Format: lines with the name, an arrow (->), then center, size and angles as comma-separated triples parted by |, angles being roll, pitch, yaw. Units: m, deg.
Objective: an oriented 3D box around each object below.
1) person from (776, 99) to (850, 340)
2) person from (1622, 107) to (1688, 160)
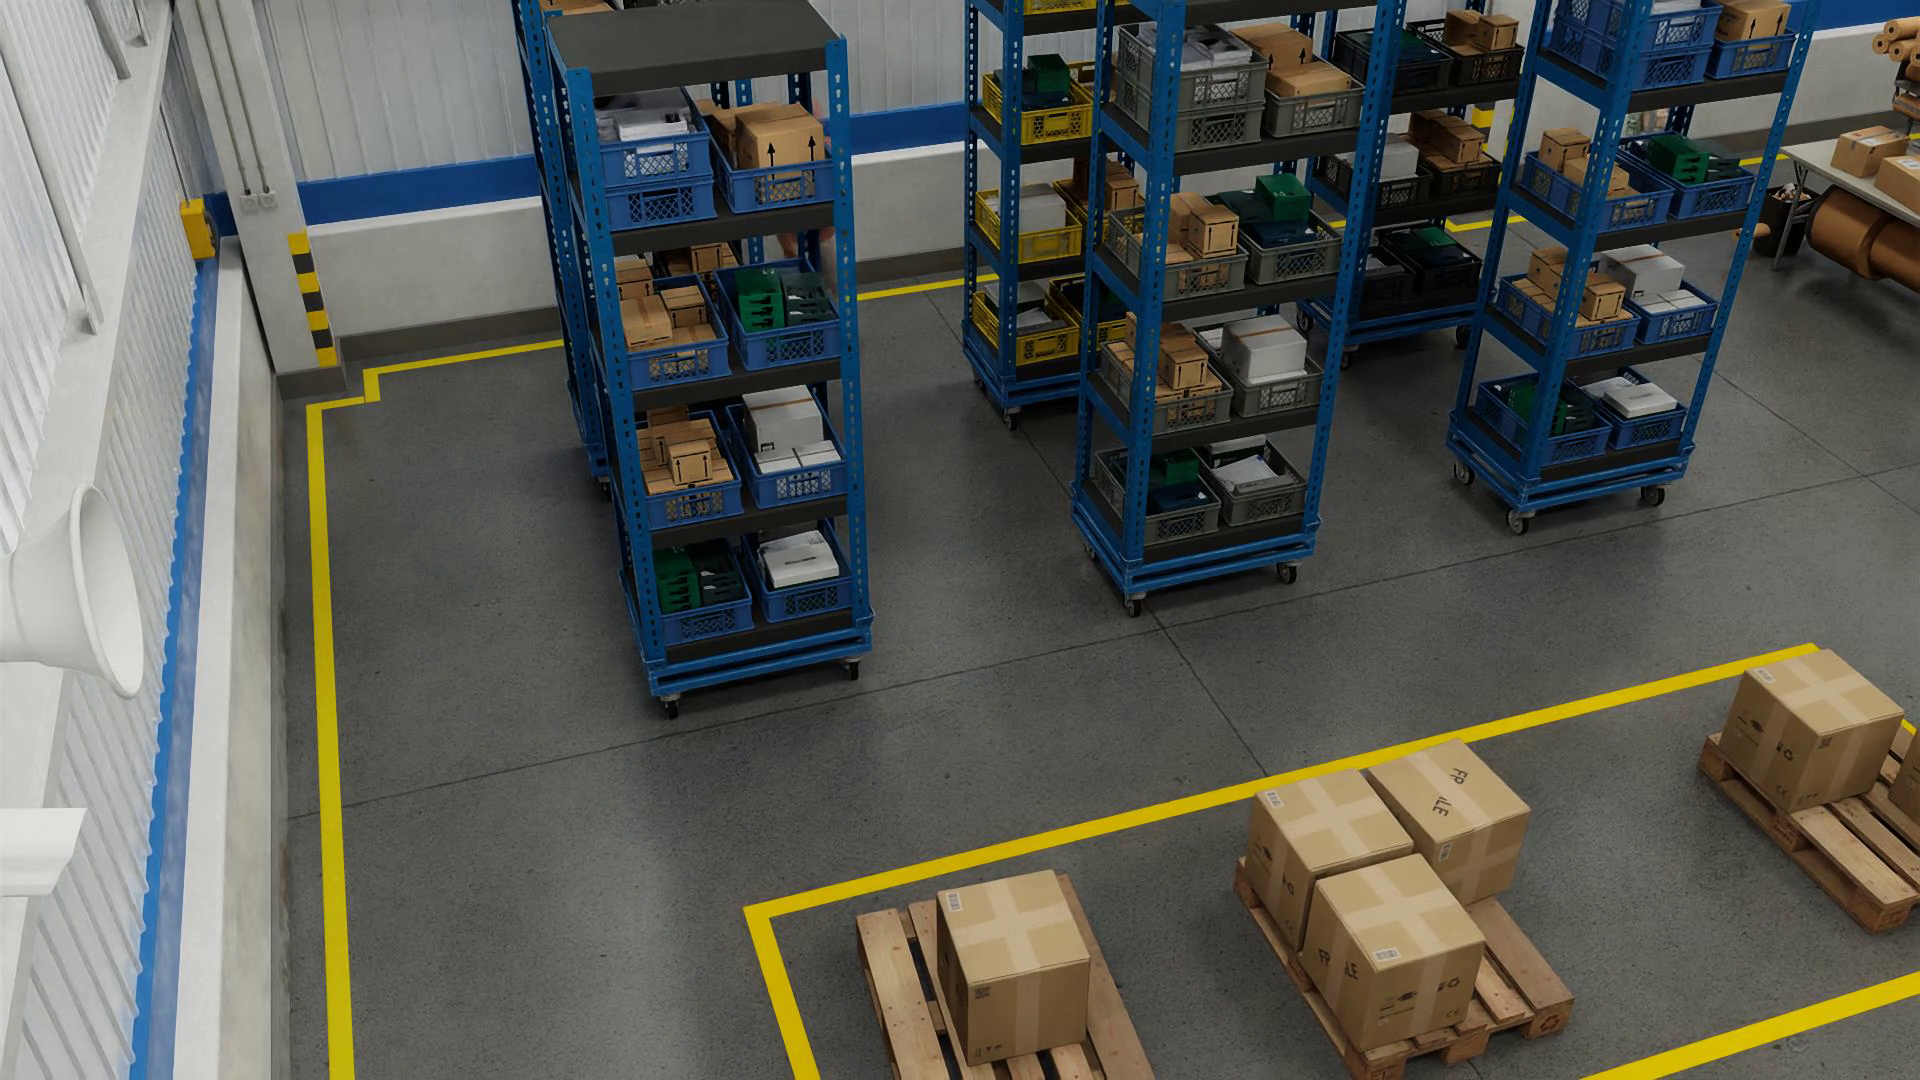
person -> -1.023, -2.154, 11.612 | 0.622, 1.989, 0.399 | -27, 43, -33
person -> 5.485, -3.101, 13.256 | 0.519, 1.633, 0.312 | -9, 36, -13
